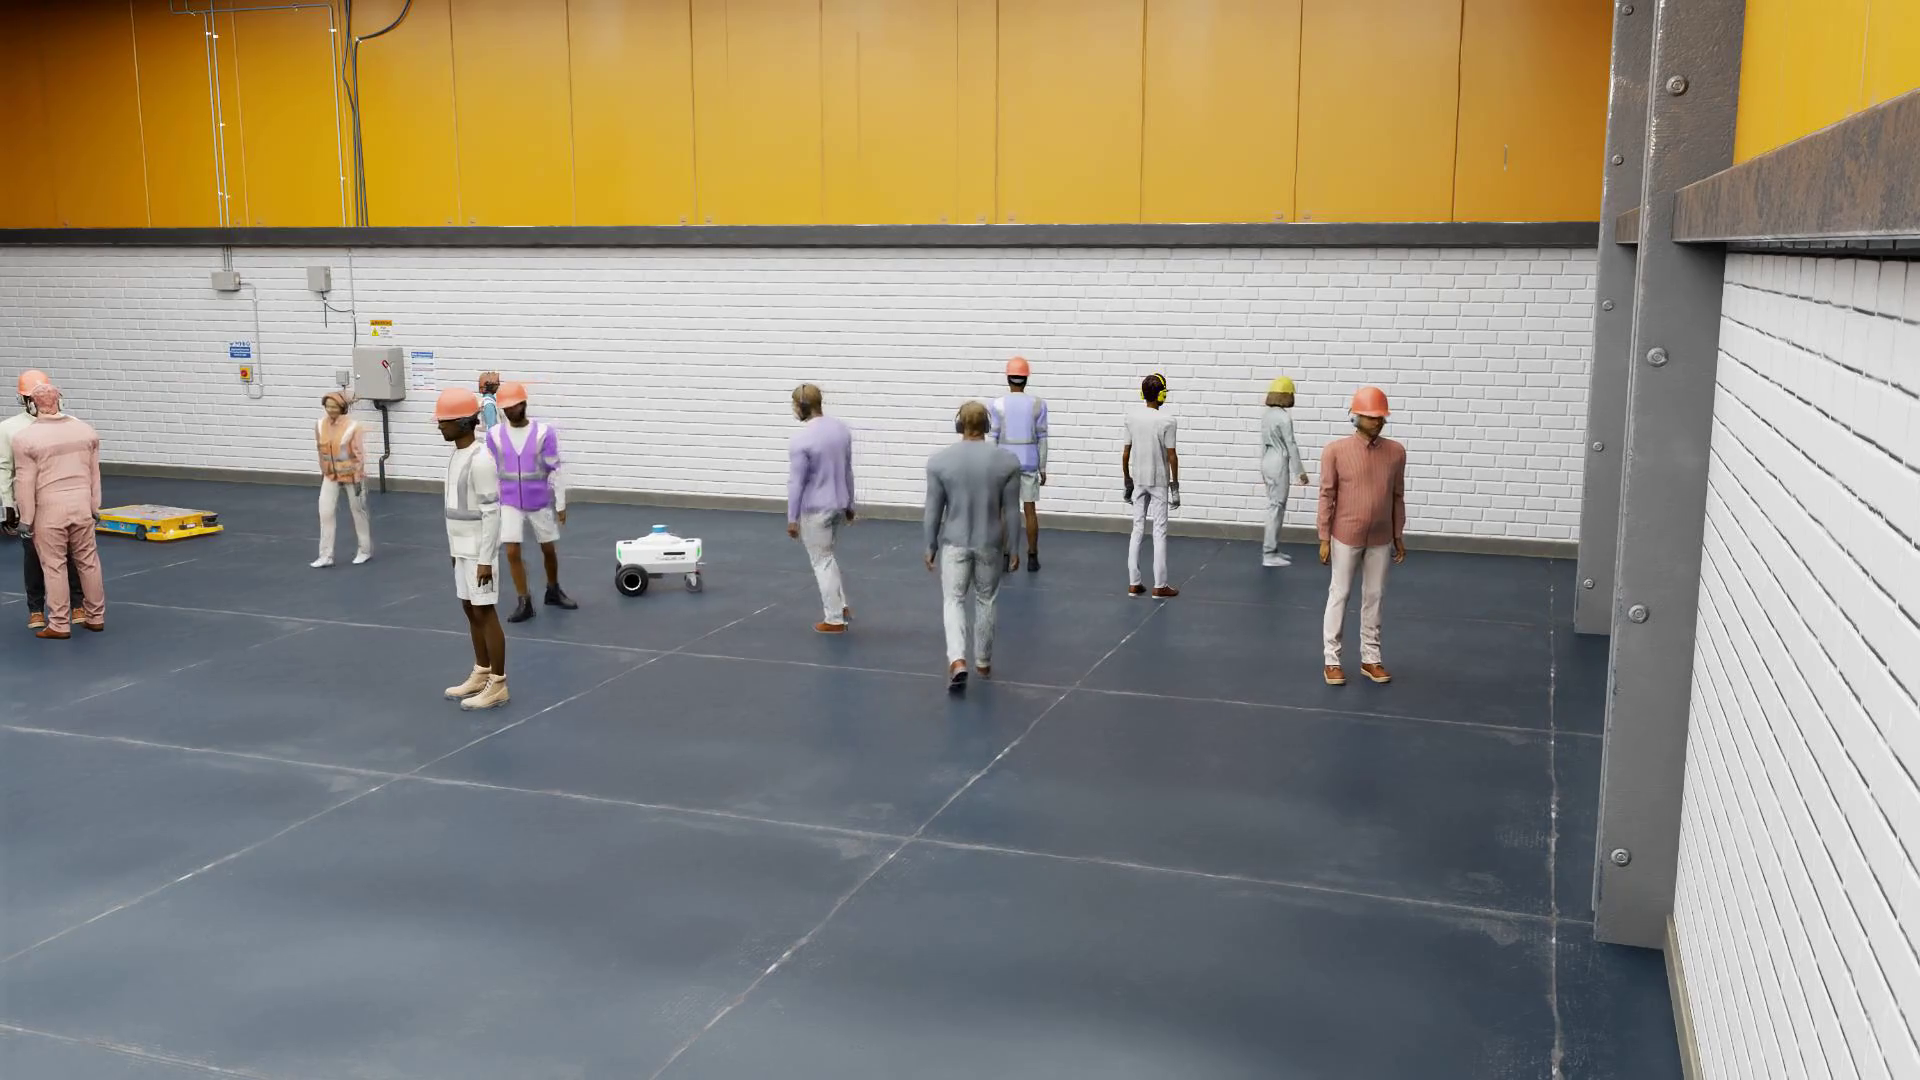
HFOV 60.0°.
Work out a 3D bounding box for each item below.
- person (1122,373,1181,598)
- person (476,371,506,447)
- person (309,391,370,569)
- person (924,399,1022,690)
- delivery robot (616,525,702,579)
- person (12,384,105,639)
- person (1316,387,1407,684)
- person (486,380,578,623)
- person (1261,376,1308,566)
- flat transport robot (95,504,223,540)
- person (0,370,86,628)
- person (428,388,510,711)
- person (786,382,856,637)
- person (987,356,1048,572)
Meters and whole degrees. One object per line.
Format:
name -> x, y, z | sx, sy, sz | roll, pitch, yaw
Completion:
person -> 1.597, -0.448, 13.825 | 0.531, 1.870, 0.317 | 7, 12, 33
person -> -4.798, -0.907, 17.058 | 0.309, 1.641, 0.514 | -4, 11, -23
person -> -5.638, -0.535, 15.045 | 0.540, 1.602, 0.765 | 3, 10, 15
person -> 0.088, 0.029, 11.000 | 0.645, 1.930, 0.678 | 0, 10, -3
delivery robot -> -2.543, 0.118, 14.074 | 0.707, 0.478, 0.477 | -2, 10, -10
person -> -6.729, -0.210, 12.403 | 0.399, 1.902, 0.643 | 6, 12, 30
person -> 2.687, -0.025, 11.093 | 0.625, 1.991, 0.392 | -2, 10, -11
person -> -3.380, -0.319, 13.060 | 0.601, 1.899, 0.686 | -1, 10, -5
person -> 2.931, -0.627, 15.198 | 0.365, 1.739, 0.500 | -2, 10, -11
flat transport robot -> -8.239, -0.192, 16.875 | 1.431, 0.197, 0.652 | 5, 12, 28
person -> -7.006, -0.311, 12.744 | 0.608, 1.987, 0.409 | -7, 12, -34
person -> -3.103, 0.057, 10.497 | 0.386, 2.039, 0.615 | -7, 12, -33
person -> -1.056, -0.216, 12.392 | 0.488, 1.912, 0.654 | 7, 12, 33
person -> 0.511, -0.676, 14.924 | 0.551, 1.933, 0.378 | -1, 10, -3
